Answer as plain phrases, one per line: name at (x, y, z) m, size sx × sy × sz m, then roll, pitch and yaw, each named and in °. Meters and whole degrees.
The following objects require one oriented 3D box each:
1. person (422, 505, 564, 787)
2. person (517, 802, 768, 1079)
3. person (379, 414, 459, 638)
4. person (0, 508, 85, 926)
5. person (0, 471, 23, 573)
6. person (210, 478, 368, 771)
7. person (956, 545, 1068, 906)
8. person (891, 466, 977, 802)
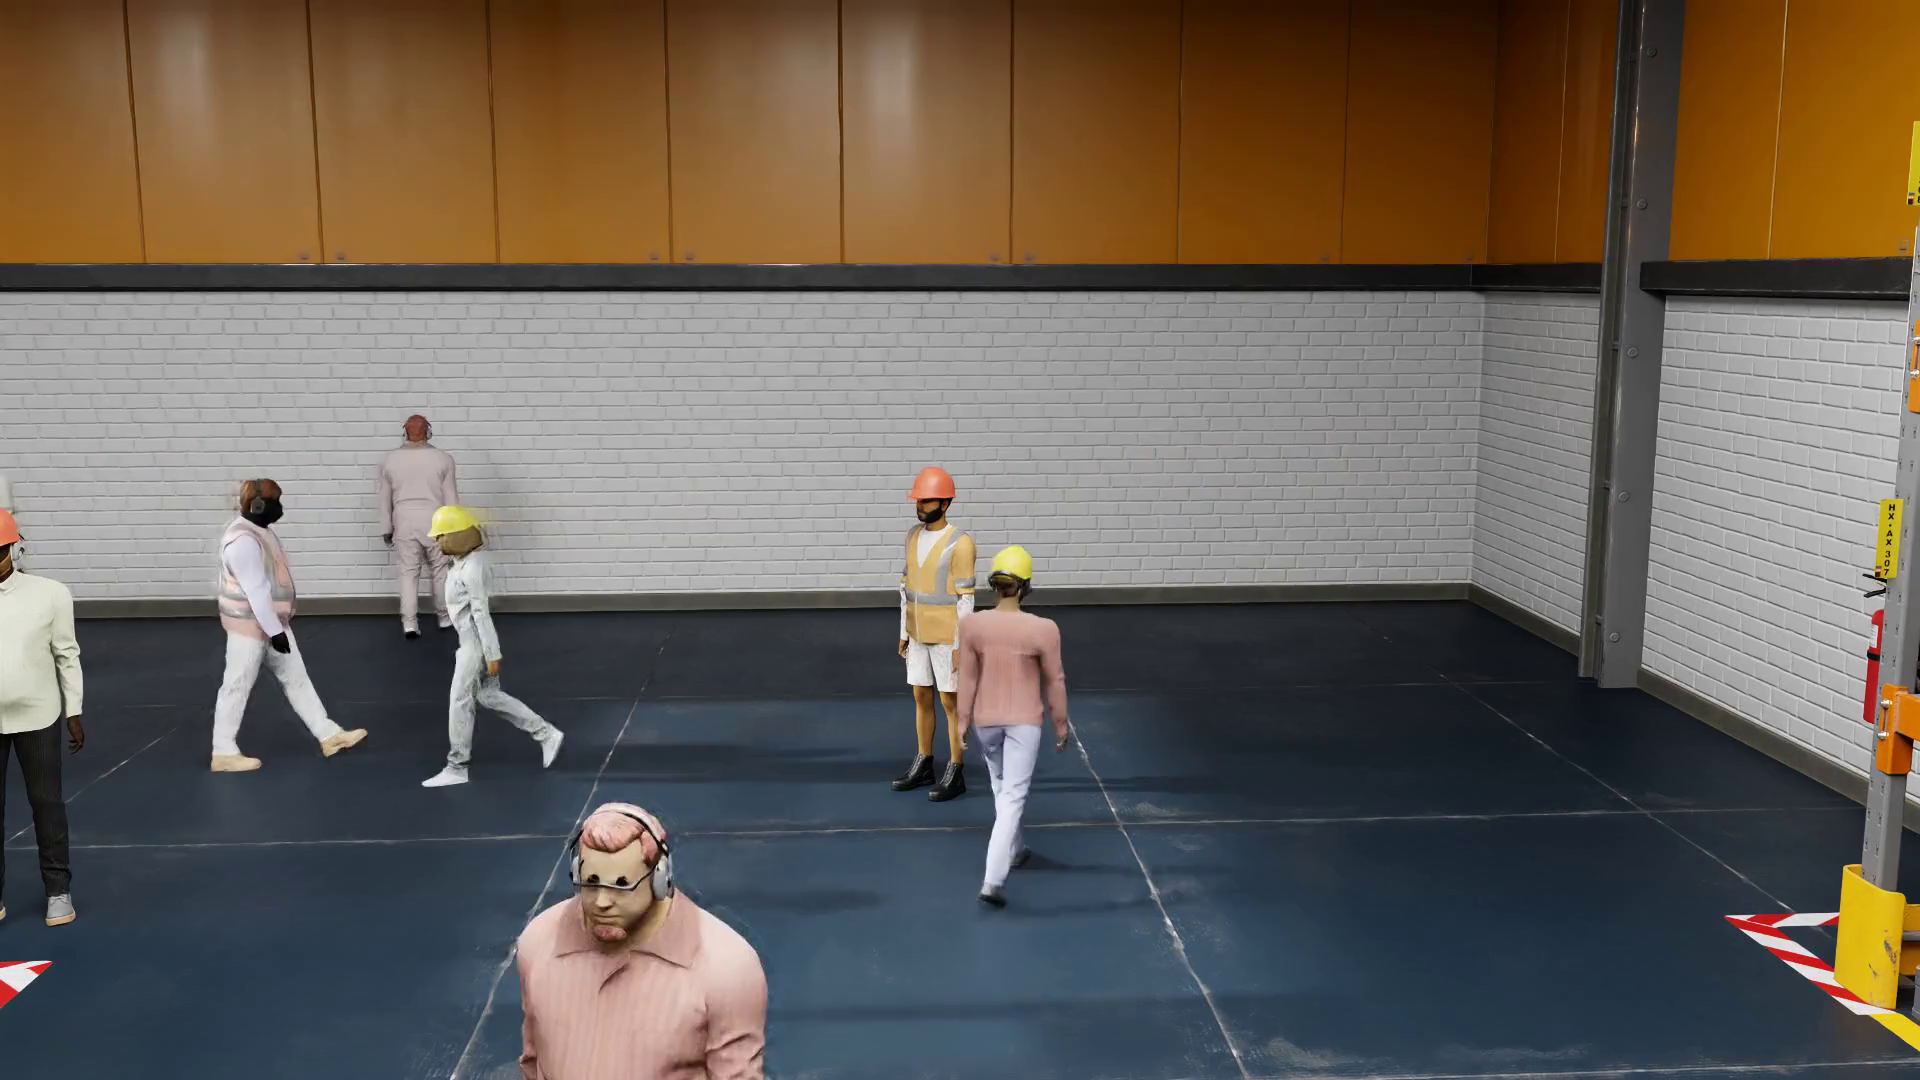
person at (-2.804, 0.618, 9.908) m, size 0.783 × 1.702 × 0.508 m, roll -4°, pitch 10°, yaw -22°
person at (-0.754, 1.497, 3.948) m, size 0.651 × 1.850 × 1.018 m, roll 2°, pitch 9°, yaw 11°
person at (-4.536, -0.123, 14.012) m, size 0.662 × 1.878 × 0.817 m, roll -1°, pitch 9°, yaw -5°
person at (-4.397, 0.824, 7.685) m, size 0.625 × 1.992 × 0.389 m, roll -4°, pitch 10°, yaw -22°
person at (-6.977, 0.167, 11.714) m, size 0.620 × 2.018 × 0.441 m, roll -3°, pitch 9°, yaw -16°
person at (-4.180, 0.522, 10.195) m, size 0.953 × 1.796 × 0.633 m, roll -1°, pitch 9°, yaw -7°
person at (0.241, 0.886, 8.149) m, size 0.540 × 1.722 × 0.908 m, roll 3°, pitch 10°, yaw 21°
person at (-0.156, 0.538, 9.650) m, size 0.545 × 1.942 × 0.350 m, roll 9°, pitch 12°, yaw 43°
